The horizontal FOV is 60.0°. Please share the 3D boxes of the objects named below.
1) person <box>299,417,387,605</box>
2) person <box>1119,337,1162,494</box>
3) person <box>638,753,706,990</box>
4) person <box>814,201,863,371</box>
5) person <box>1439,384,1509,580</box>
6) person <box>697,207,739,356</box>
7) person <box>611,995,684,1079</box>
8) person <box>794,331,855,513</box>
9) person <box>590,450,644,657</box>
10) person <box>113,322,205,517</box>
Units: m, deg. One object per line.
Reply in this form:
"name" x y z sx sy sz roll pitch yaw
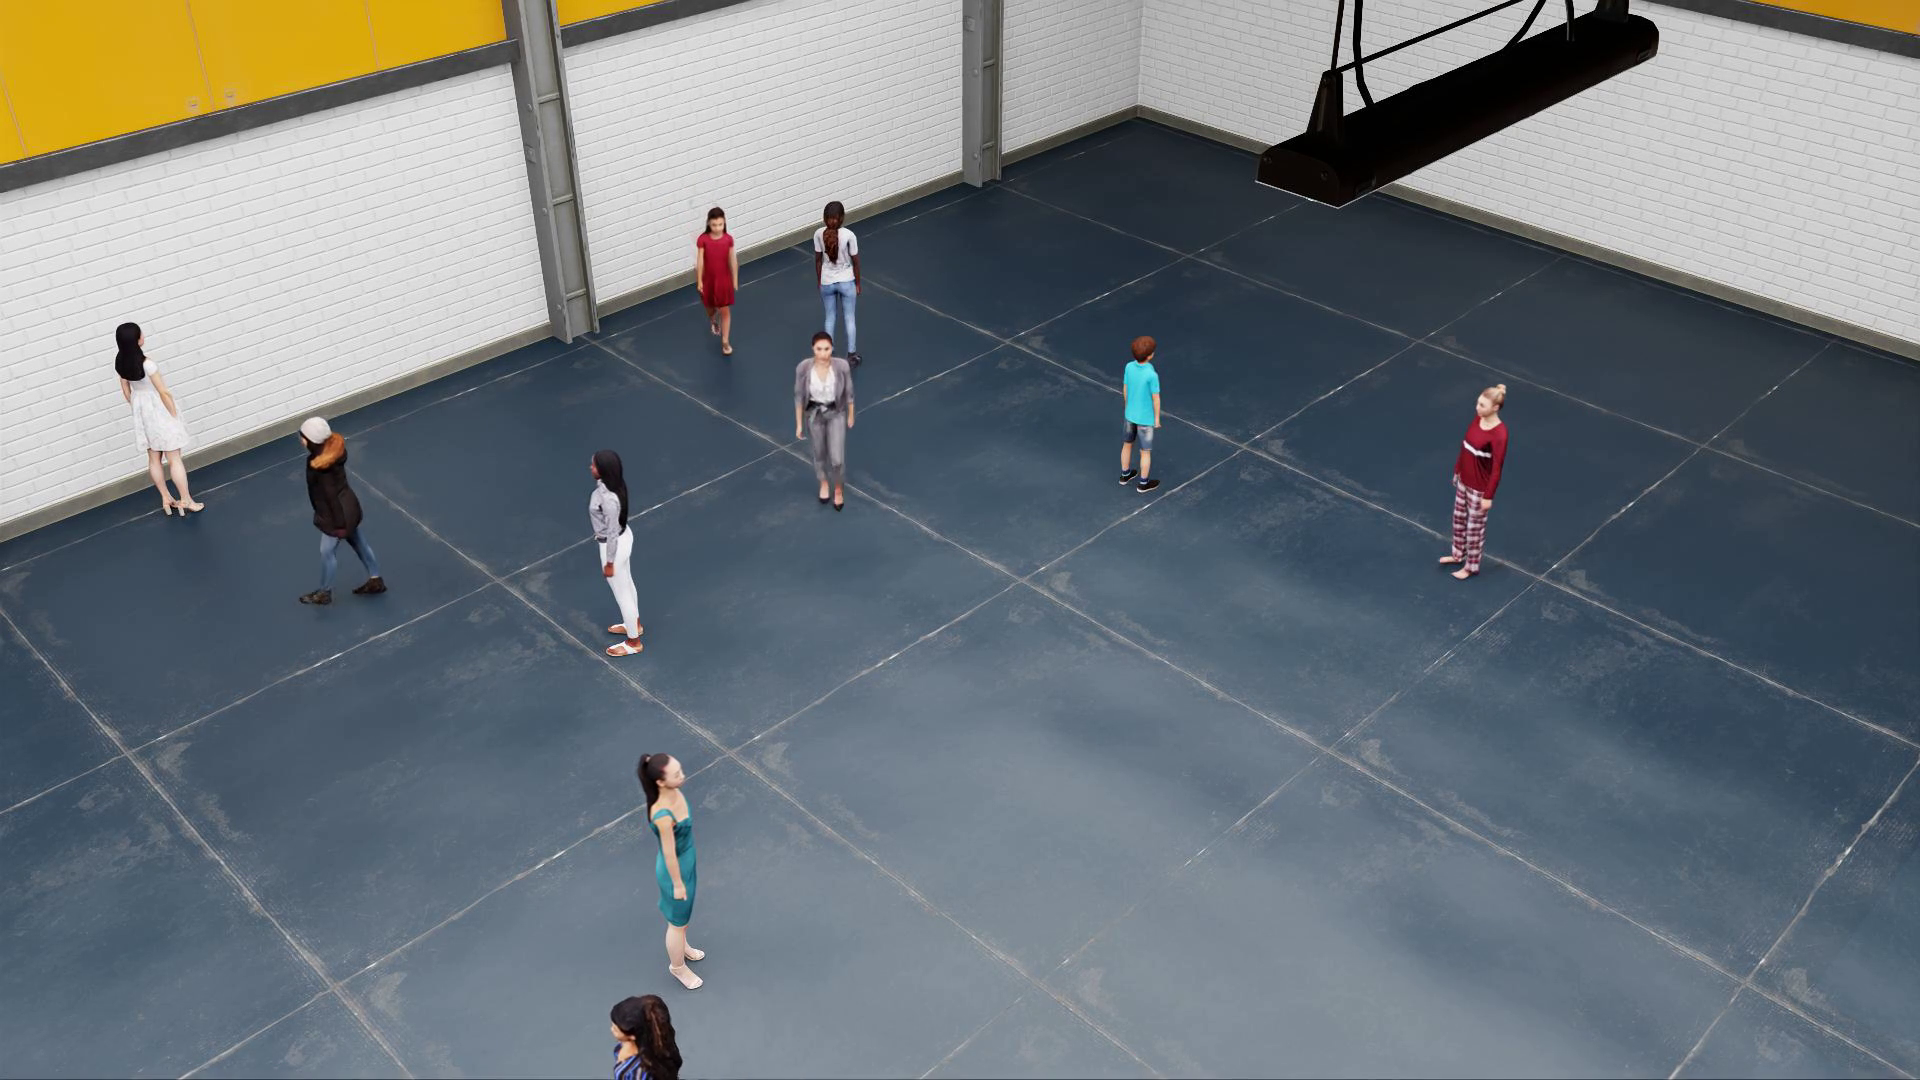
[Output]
"person" -4.727 -0.224 12.843 0.999 1.613 0.898 -6 34 -9
"person" 1.550 -1.097 14.305 0.515 1.449 0.477 28 43 35
"person" -1.636 1.889 9.599 0.667 1.686 0.620 -2 34 -3
"person" -1.184 -2.478 16.138 0.670 1.719 0.702 5 34 7
"person" 4.082 -0.466 13.126 0.675 1.703 0.692 -9 35 -14
"person" -2.416 -2.622 16.527 0.846 1.529 0.857 -8 34 -11
"person" -1.451 2.848 8.248 1.116 1.583 0.962 -6 34 -9
"person" -1.141 -1.056 14.054 0.767 1.659 0.826 1 34 1
"person" -2.544 0.070 12.300 0.712 1.725 0.671 -3 34 -5
"person" -6.710 -1.005 13.873 0.763 1.774 0.790 9 35 14
